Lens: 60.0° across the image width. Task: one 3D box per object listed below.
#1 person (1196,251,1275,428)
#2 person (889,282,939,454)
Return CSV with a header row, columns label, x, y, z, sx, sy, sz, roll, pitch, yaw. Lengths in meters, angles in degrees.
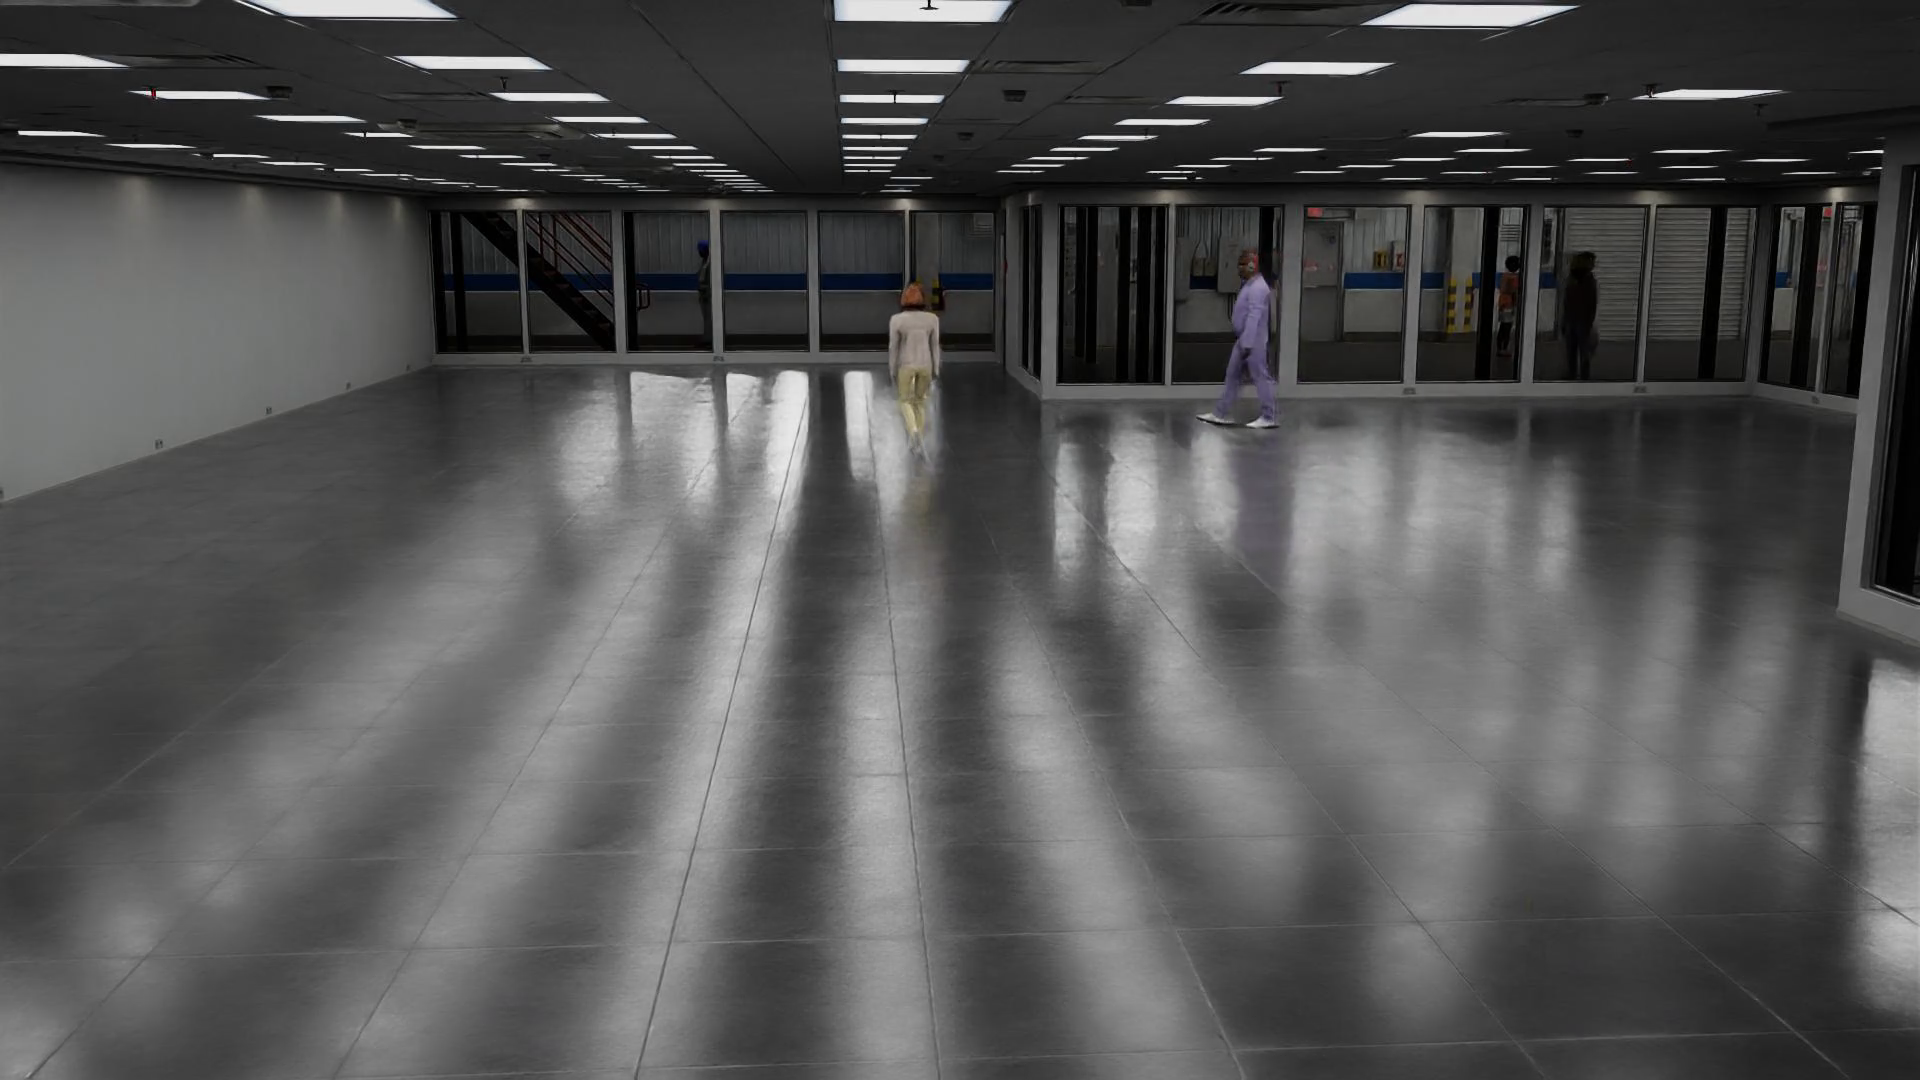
label,x,y,z,sx,sy,sz,roll,pitch,yaw
person,2.953,-2.114,17.656,0.914,1.870,0.678,0,11,1
person,-0.414,-1.588,15.533,0.504,1.620,0.477,-3,11,-18
